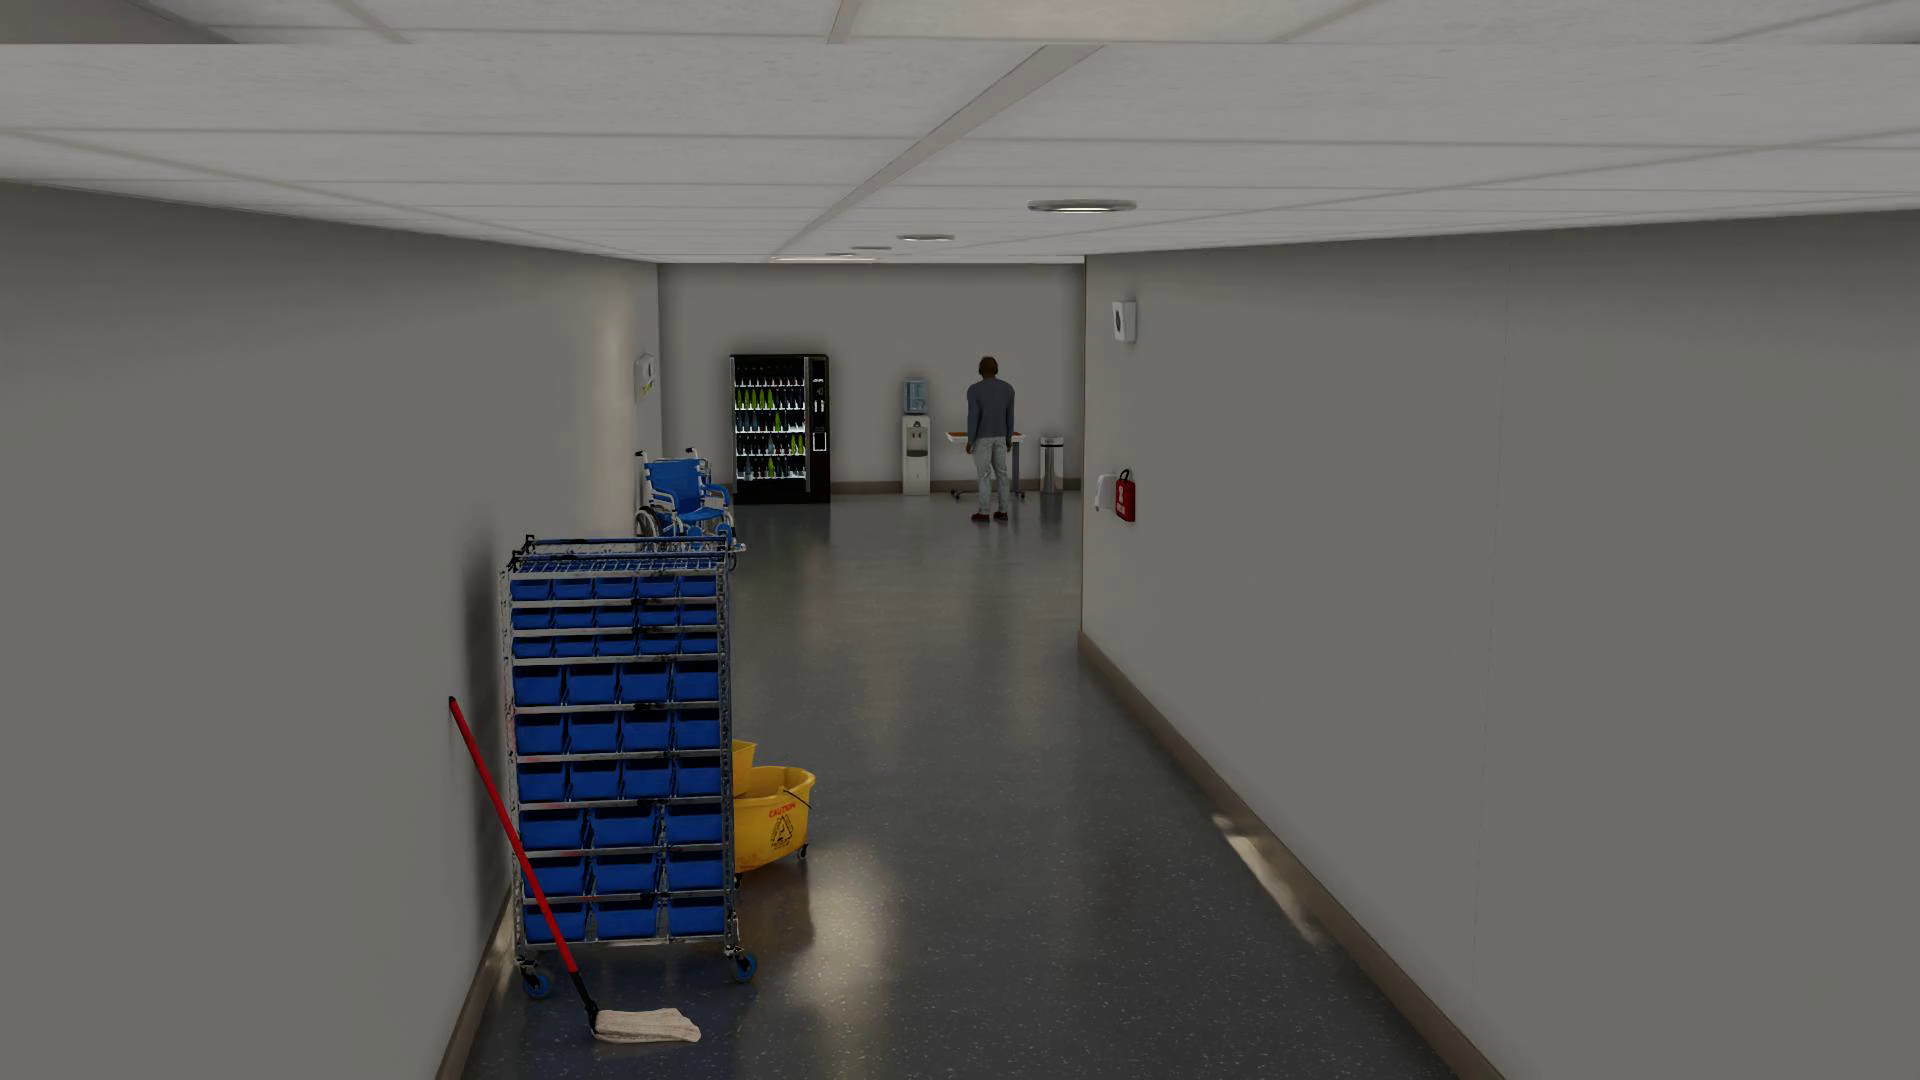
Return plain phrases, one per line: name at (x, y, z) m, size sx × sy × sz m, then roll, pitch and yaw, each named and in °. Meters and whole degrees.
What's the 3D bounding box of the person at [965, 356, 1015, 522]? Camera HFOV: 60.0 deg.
person at (0.349, -1.173, 19.366) m, size 0.635 × 1.936 × 0.353 m, roll -5°, pitch 11°, yaw -30°
